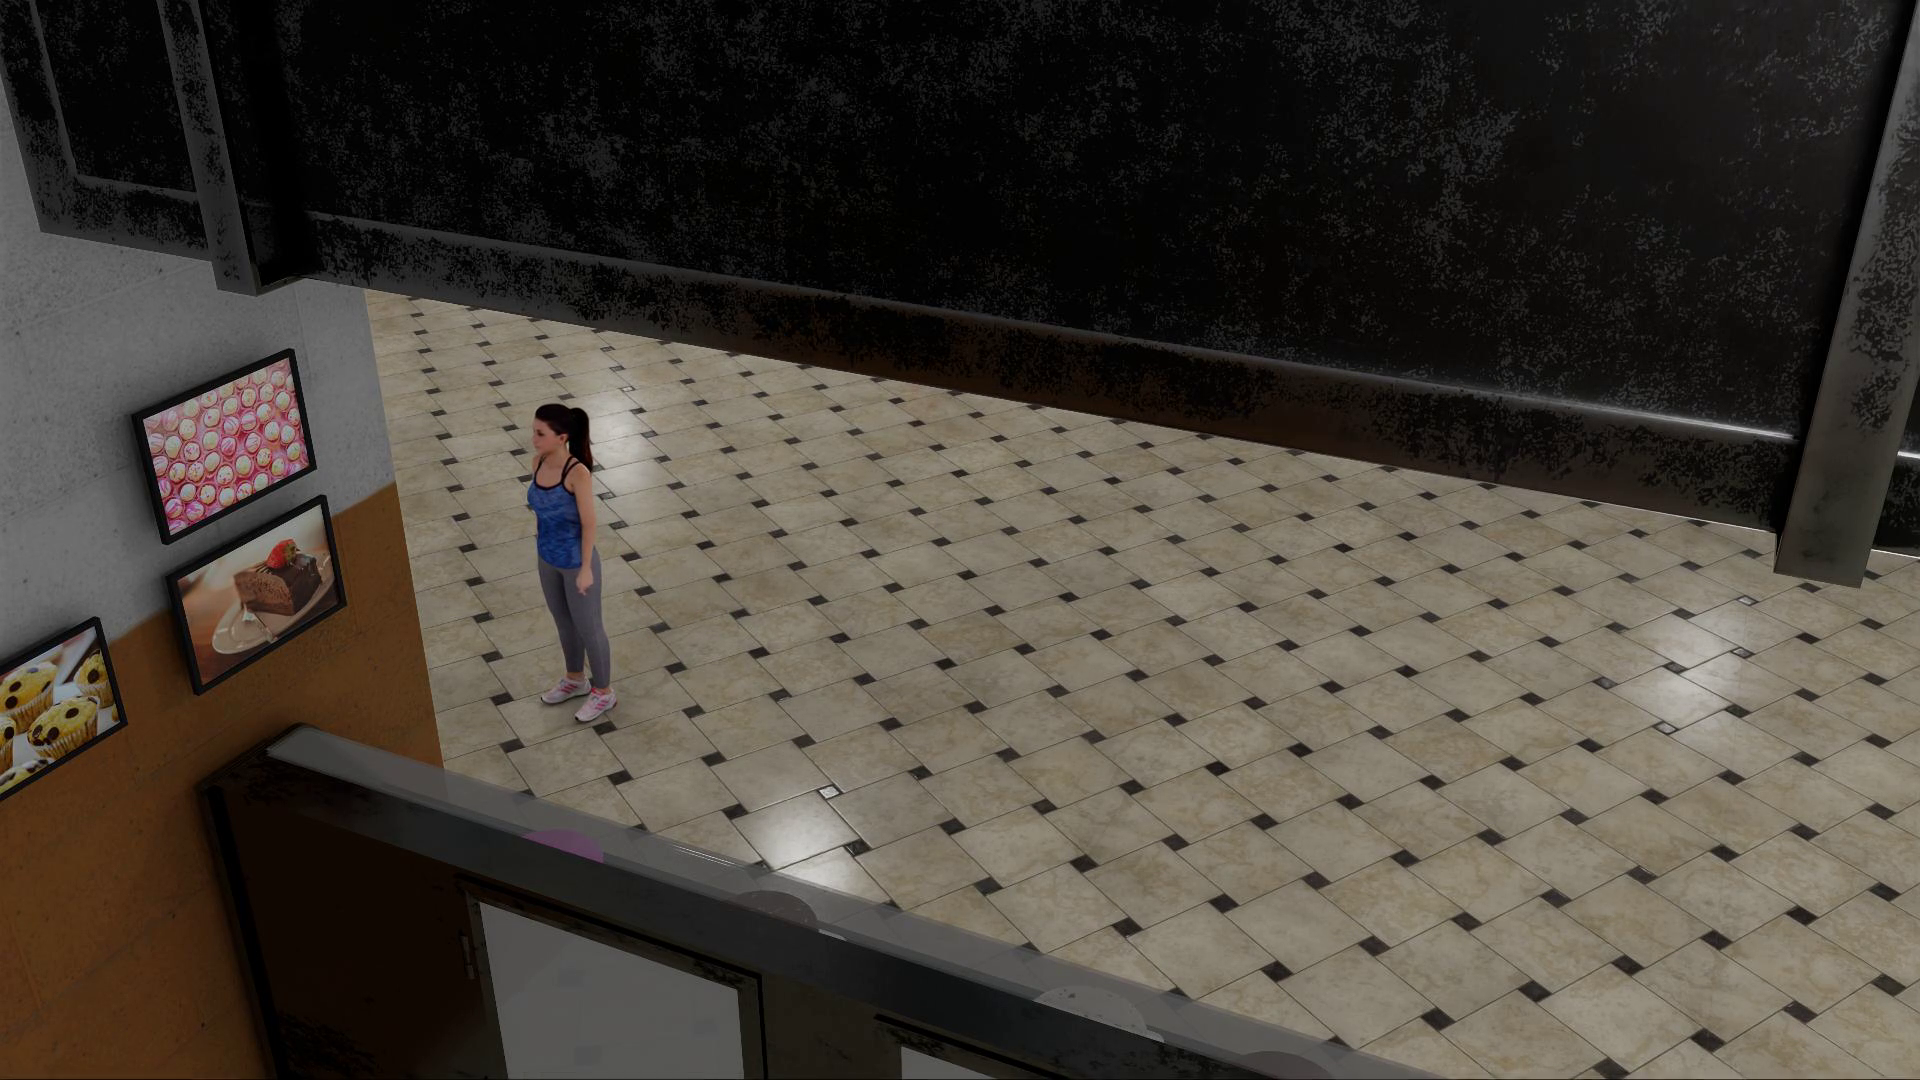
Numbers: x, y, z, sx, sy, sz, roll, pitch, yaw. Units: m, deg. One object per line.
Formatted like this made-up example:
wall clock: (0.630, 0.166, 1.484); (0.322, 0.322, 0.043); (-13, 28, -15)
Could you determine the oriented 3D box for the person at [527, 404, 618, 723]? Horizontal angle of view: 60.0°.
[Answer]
person: (-1.869, 0.098, 7.944); (0.625, 1.610, 0.627); (22, 34, 37)
